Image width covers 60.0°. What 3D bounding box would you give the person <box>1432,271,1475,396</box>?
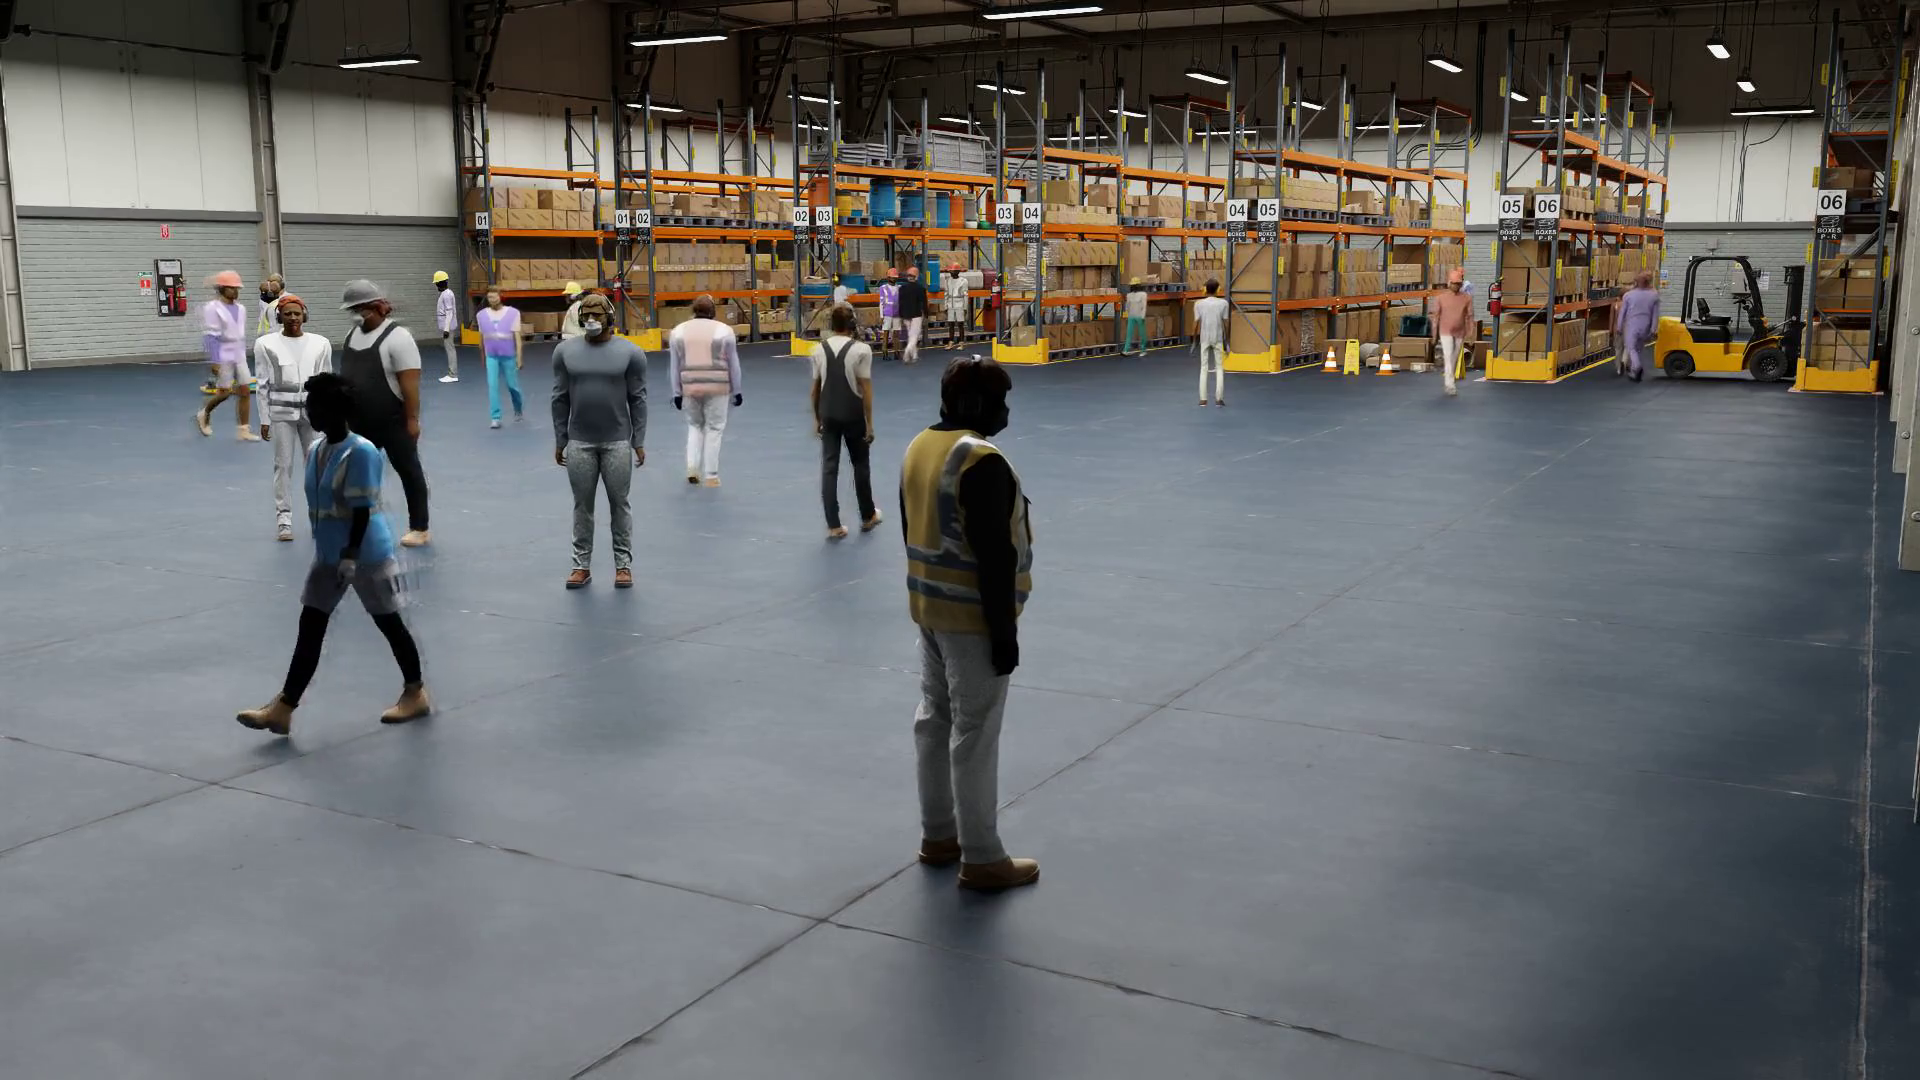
[{"bbox_3d":[7.776,-3.263,26.226,0.626,1.951,1.003,0,10,2],"label":"person"}]

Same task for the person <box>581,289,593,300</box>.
[{"bbox_3d":[-5.708,-3.025,25.607,0.544,1.674,0.663,-2,10,-12],"label":"person"}]

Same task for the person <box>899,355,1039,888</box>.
[{"bbox_3d":[0.036,0.279,5.807,0.430,1.839,0.619,-5,11,-27],"label":"person"}]

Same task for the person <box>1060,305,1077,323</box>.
[{"bbox_3d":[2.892,-6.278,44.104,0.549,1.868,0.310,7,12,34],"label":"person"}]

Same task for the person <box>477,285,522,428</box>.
[{"bbox_3d":[-5.856,-2.354,21.270,0.577,1.819,0.719,0,10,-3],"label":"person"}]

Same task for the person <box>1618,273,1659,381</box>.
[{"bbox_3d":[11.826,-3.704,29.004,0.655,1.881,0.829,0,10,-1],"label":"person"}]

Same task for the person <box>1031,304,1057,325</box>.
[{"bbox_3d":[1.901,-5.205,37.657,0.625,1.931,0.374,0,10,-1],"label":"person"}]

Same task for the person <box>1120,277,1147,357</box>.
[{"bbox_3d":[3.784,-4.796,35.867,0.526,1.719,0.912,5,11,29],"label":"person"}]

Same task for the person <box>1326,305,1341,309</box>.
[{"bbox_3d":[9.338,-5.681,41.311,0.513,1.630,0.318,2,10,14],"label":"person"}]

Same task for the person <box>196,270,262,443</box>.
[{"bbox_3d":[-8.592,-2.138,19.427,0.762,2.021,0.620,4,10,22],"label":"person"}]

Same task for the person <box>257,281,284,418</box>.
[{"bbox_3d":[-9.245,-2.563,22.453,0.429,1.835,0.627,-3,10,-16],"label":"person"}]

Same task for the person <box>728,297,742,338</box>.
[{"bbox_3d":[-5.989,-6.114,43.897,0.507,1.610,0.686,5,11,28],"label":"person"}]

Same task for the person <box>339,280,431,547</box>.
[{"bbox_3d":[-4.310,-0.932,12.298,0.817,2.000,0.821,5,11,27],"label":"person"}]

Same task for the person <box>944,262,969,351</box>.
[{"bbox_3d":[-0.101,-5.357,38.210,0.608,2.040,0.394,6,11,30],"label":"person"}]

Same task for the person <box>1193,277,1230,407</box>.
[{"bbox_3d":[3.647,-2.861,24.096,0.532,1.867,0.313,2,10,10],"label":"person"}]

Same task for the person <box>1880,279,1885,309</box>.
[{"bbox_3d":[24.539,-6.408,44.754,0.386,1.912,0.592,-7,12,-37],"label":"person"}]

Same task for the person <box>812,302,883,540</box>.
[{"bbox_3d":[-0.861,-0.938,12.981,0.540,1.814,0.852,3,10,17],"label":"person"}]

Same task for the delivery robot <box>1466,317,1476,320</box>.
[{"bbox_3d":[13.854,-5.917,45.549,0.707,0.478,0.477,-2,10,-11],"label":"delivery robot"}]

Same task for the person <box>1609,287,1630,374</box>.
[{"bbox_3d":[12.127,-3.819,30.409,0.524,1.621,0.613,5,11,28],"label":"person"}]

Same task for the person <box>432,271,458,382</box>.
[{"bbox_3d":[-8.894,-3.685,28.775,0.380,1.917,0.586,-3,10,-18],"label":"person"}]

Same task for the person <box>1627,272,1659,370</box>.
[{"bbox_3d":[12.950,-4.156,31.650,0.667,1.874,0.708,1,10,5],"label":"person"}]

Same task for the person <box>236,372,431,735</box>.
[{"bbox_3d":[-2.830,0.073,7.541,0.541,1.646,0.877,7,12,36],"label":"person"}]

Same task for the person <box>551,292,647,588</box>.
[{"bbox_3d":[-2.363,-0.647,10.926,0.627,1.940,0.370,0,10,-2],"label":"person"}]

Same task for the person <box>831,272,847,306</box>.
[{"bbox_3d":[-2.553,-4.802,35.548,0.412,1.832,0.586,-5,11,-29],"label":"person"}]

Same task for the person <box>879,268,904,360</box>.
[{"bbox_3d":[-1.414,-4.708,34.754,0.540,1.929,0.391,-3,10,-17],"label":"person"}]

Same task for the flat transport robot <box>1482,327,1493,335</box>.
[{"bbox_3d":[14.836,-5.748,45.664,0.652,0.197,1.431,7,12,36],"label":"flat transport robot"}]

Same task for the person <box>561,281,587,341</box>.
[{"bbox_3d":[-5.686,-2.973,24.952,0.840,1.806,0.599,-1,10,-3],"label":"person"}]

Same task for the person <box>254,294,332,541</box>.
[{"bbox_3d":[-5.102,-0.940,12.807,0.575,1.883,0.355,-7,12,-34],"label":"person"}]

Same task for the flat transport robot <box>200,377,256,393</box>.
[{"bbox_3d":[-11.352,-2.500,26.648,1.431,0.197,0.652,-6,12,-33],"label":"flat transport robot"}]

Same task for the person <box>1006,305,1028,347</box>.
[{"bbox_3d":[1.297,-5.125,38.069,0.508,1.618,0.384,1,10,6],"label":"person"}]

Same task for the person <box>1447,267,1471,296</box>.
[{"bbox_3d":[11.734,-5.478,39.297,0.585,1.902,0.829,7,12,34],"label":"person"}]

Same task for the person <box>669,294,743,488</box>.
[{"bbox_3d":[-2.380,-1.394,15.634,0.629,1.823,0.455,2,10,11],"label":"person"}]

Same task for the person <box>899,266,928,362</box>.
[{"bbox_3d":[-0.968,-4.569,33.802,0.631,1.970,0.838,4,11,24],"label":"person"}]

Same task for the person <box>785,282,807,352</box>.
[{"bbox_3d":[-3.747,-5.135,38.230,0.522,1.588,0.866,7,12,35],"label":"person"}]

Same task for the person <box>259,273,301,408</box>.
[{"bbox_3d":[-9.713,-2.838,23.769,0.628,1.935,0.373,1,10,8],"label":"person"}]
